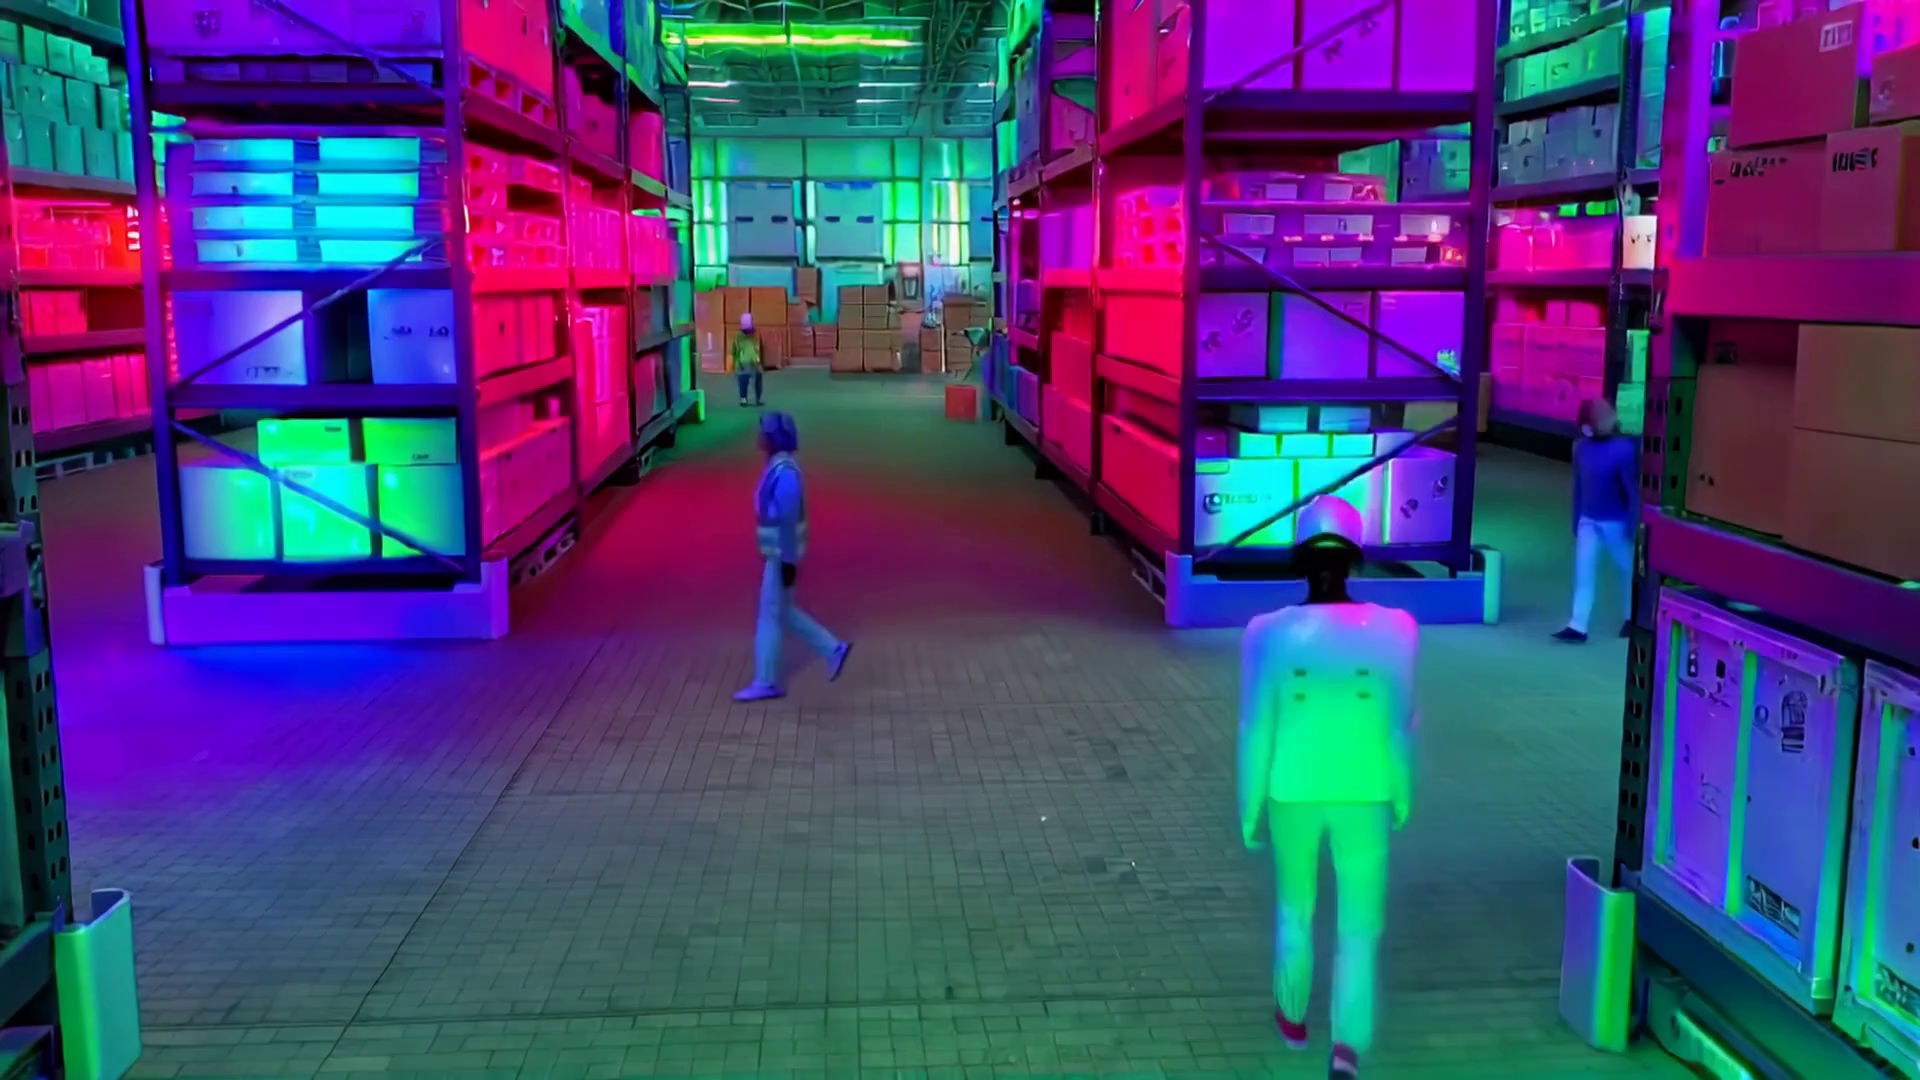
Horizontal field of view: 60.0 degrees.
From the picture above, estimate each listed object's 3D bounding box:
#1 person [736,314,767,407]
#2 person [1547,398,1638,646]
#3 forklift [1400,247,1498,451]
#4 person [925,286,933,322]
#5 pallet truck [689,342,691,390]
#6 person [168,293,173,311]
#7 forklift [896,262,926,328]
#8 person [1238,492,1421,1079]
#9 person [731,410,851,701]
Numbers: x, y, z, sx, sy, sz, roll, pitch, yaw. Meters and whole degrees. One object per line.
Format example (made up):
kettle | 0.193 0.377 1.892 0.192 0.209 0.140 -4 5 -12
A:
person | -3.745 -3.218 29.826 0.347 1.657 0.602 9 12 43
person | 4.130 -0.120 10.653 0.828 1.573 0.573 -6 11 -33
forklift | 6.208 -2.620 22.279 1.873 2.768 1.129 4 10 26
person | -1.272 -9.267 66.969 0.354 1.939 0.545 -4 10 -25
pallet truck | -5.225 -3.008 27.480 1.885 1.965 0.823 2 9 14
person | -29.615 -8.612 62.726 0.402 1.987 0.608 0 9 -2
forklift | -1.780 -8.547 59.499 1.129 2.768 1.873 -1 9 -4
person | 1.051 0.734 4.800 0.508 1.734 0.760 2 9 14
person | -0.948 0.082 9.230 0.613 1.619 0.526 -2 9 -13
